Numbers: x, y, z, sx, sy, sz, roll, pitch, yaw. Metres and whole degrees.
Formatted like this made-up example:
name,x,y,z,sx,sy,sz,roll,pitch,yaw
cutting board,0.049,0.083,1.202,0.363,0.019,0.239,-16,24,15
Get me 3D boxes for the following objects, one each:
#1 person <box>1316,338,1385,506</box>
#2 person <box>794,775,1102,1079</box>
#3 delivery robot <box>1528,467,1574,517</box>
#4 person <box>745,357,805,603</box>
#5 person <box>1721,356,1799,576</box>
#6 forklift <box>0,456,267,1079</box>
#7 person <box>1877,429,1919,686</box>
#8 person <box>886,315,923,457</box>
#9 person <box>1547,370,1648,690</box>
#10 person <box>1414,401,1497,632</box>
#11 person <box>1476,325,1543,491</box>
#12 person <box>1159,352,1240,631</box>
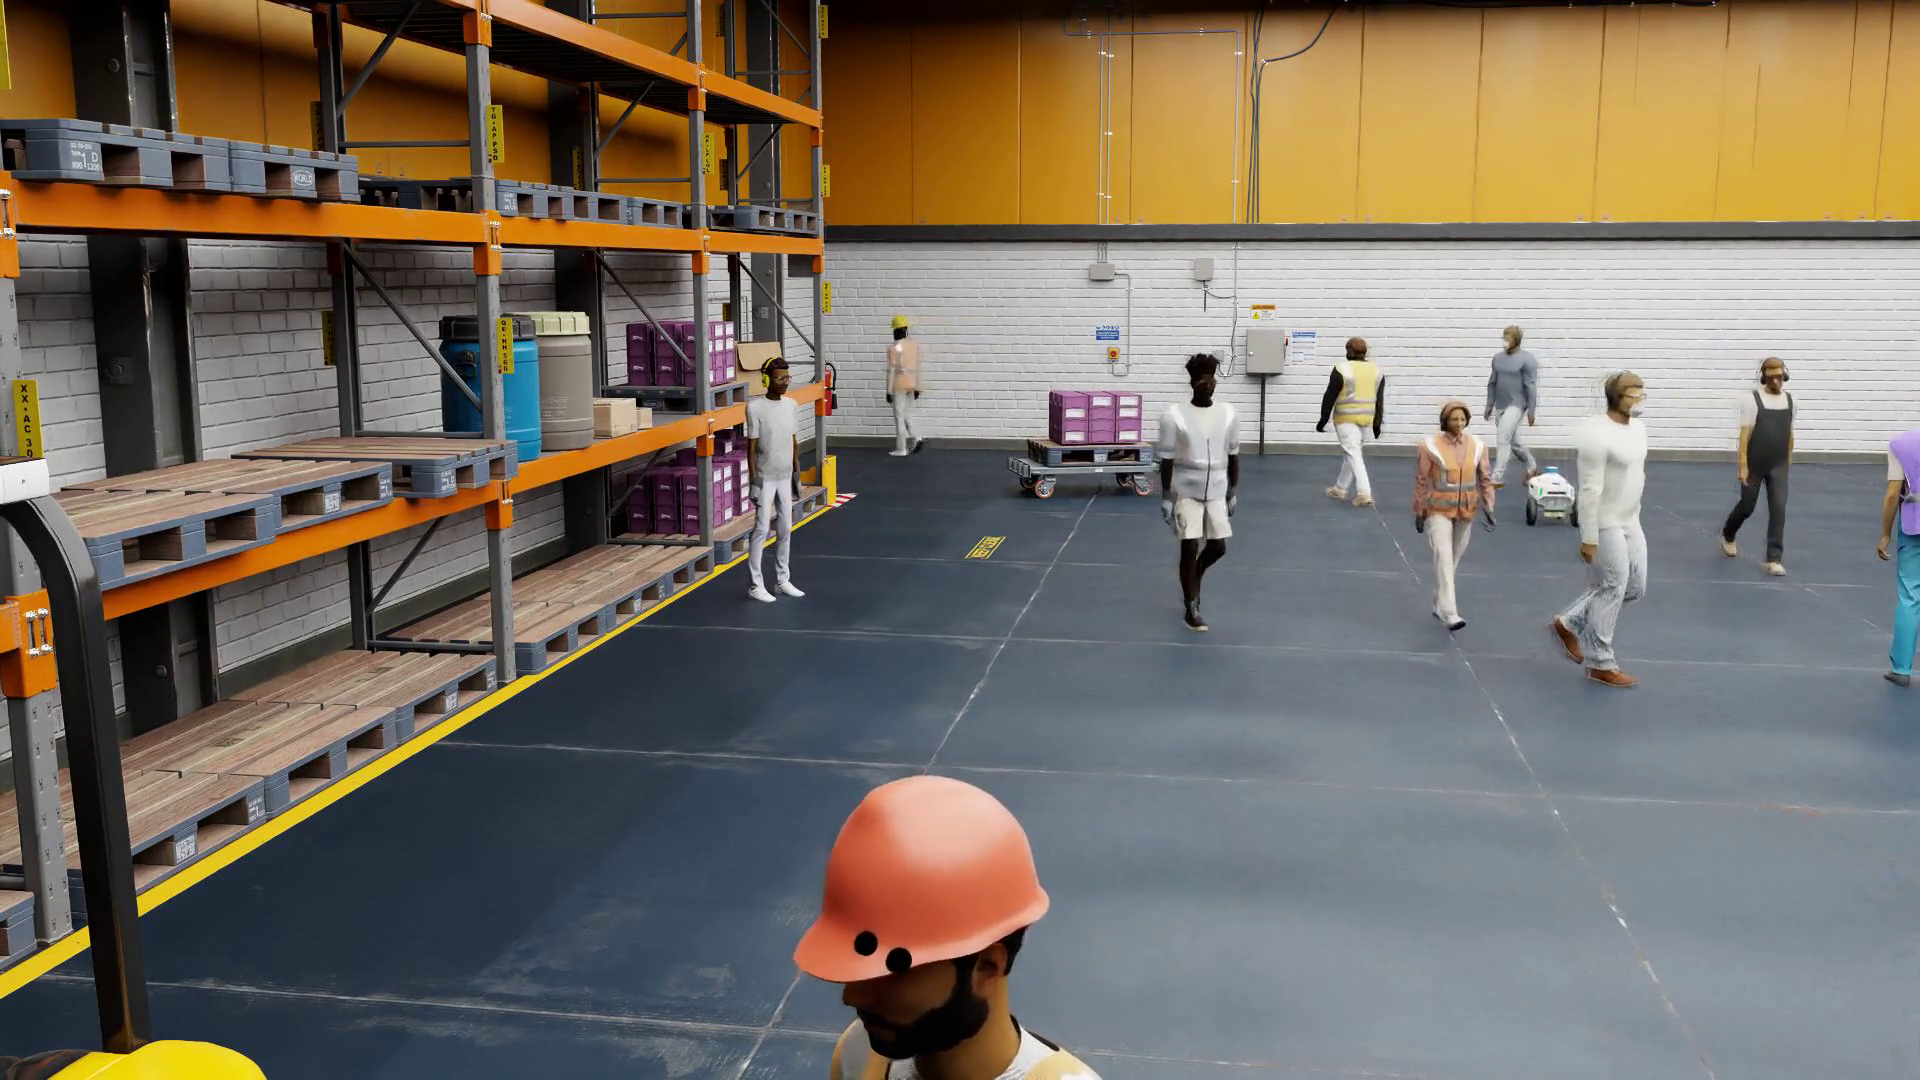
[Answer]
name,x,y,z,sx,sy,sz,roll,pitch,yaw
person,4.236,-1.271,17.881,0.637,1.801,0.979,-4,10,-23
person,-0.006,1.225,2.058,0.377,1.930,0.544,-8,12,-41
delivery robot,5.869,-0.484,16.513,0.477,0.478,0.707,2,9,11
person,-1.412,-0.459,12.652,0.318,1.860,0.512,8,12,42
person,6.714,-0.645,13.950,0.501,1.816,0.836,0,9,0
forklift,-2.328,0.975,2.765,2.313,2.155,1.214,1,9,9
person,5.843,-0.021,9.978,0.571,1.843,0.373,3,10,21
person,-0.780,-2.066,22.360,0.421,1.916,0.605,8,12,40
person,3.895,-0.076,10.078,0.644,1.922,0.554,-9,13,-42
person,3.472,-0.166,11.645,0.516,1.595,0.855,-1,9,-8
person,6.361,-1.517,19.055,0.963,1.911,0.637,-4,10,-22
person,1.660,-0.355,11.733,0.614,1.950,0.592,-2,9,-13
